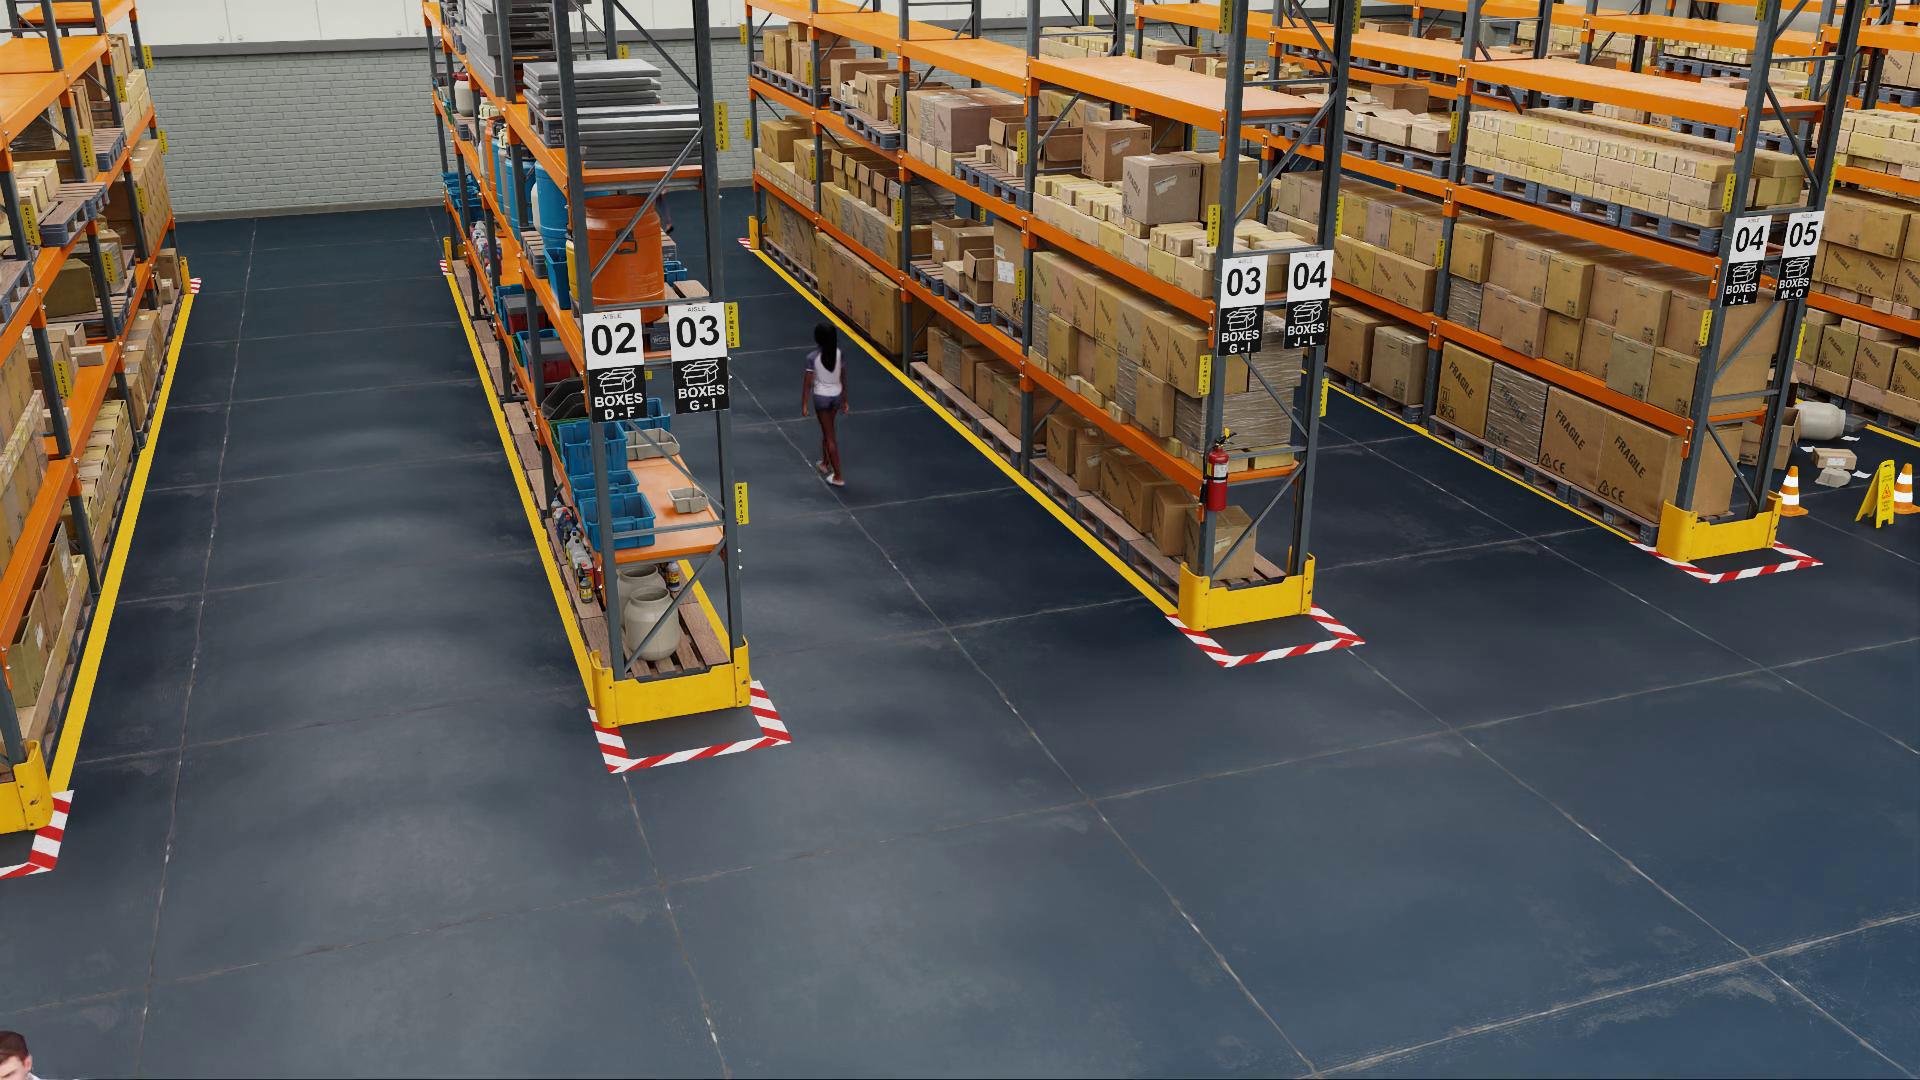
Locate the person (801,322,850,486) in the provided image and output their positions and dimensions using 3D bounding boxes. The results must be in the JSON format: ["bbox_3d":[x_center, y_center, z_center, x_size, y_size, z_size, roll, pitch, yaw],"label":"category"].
[{"bbox_3d":[-1.324,-1.386,17.187,0.768,1.702,0.948,-15,27,-33],"label":"person"}]
